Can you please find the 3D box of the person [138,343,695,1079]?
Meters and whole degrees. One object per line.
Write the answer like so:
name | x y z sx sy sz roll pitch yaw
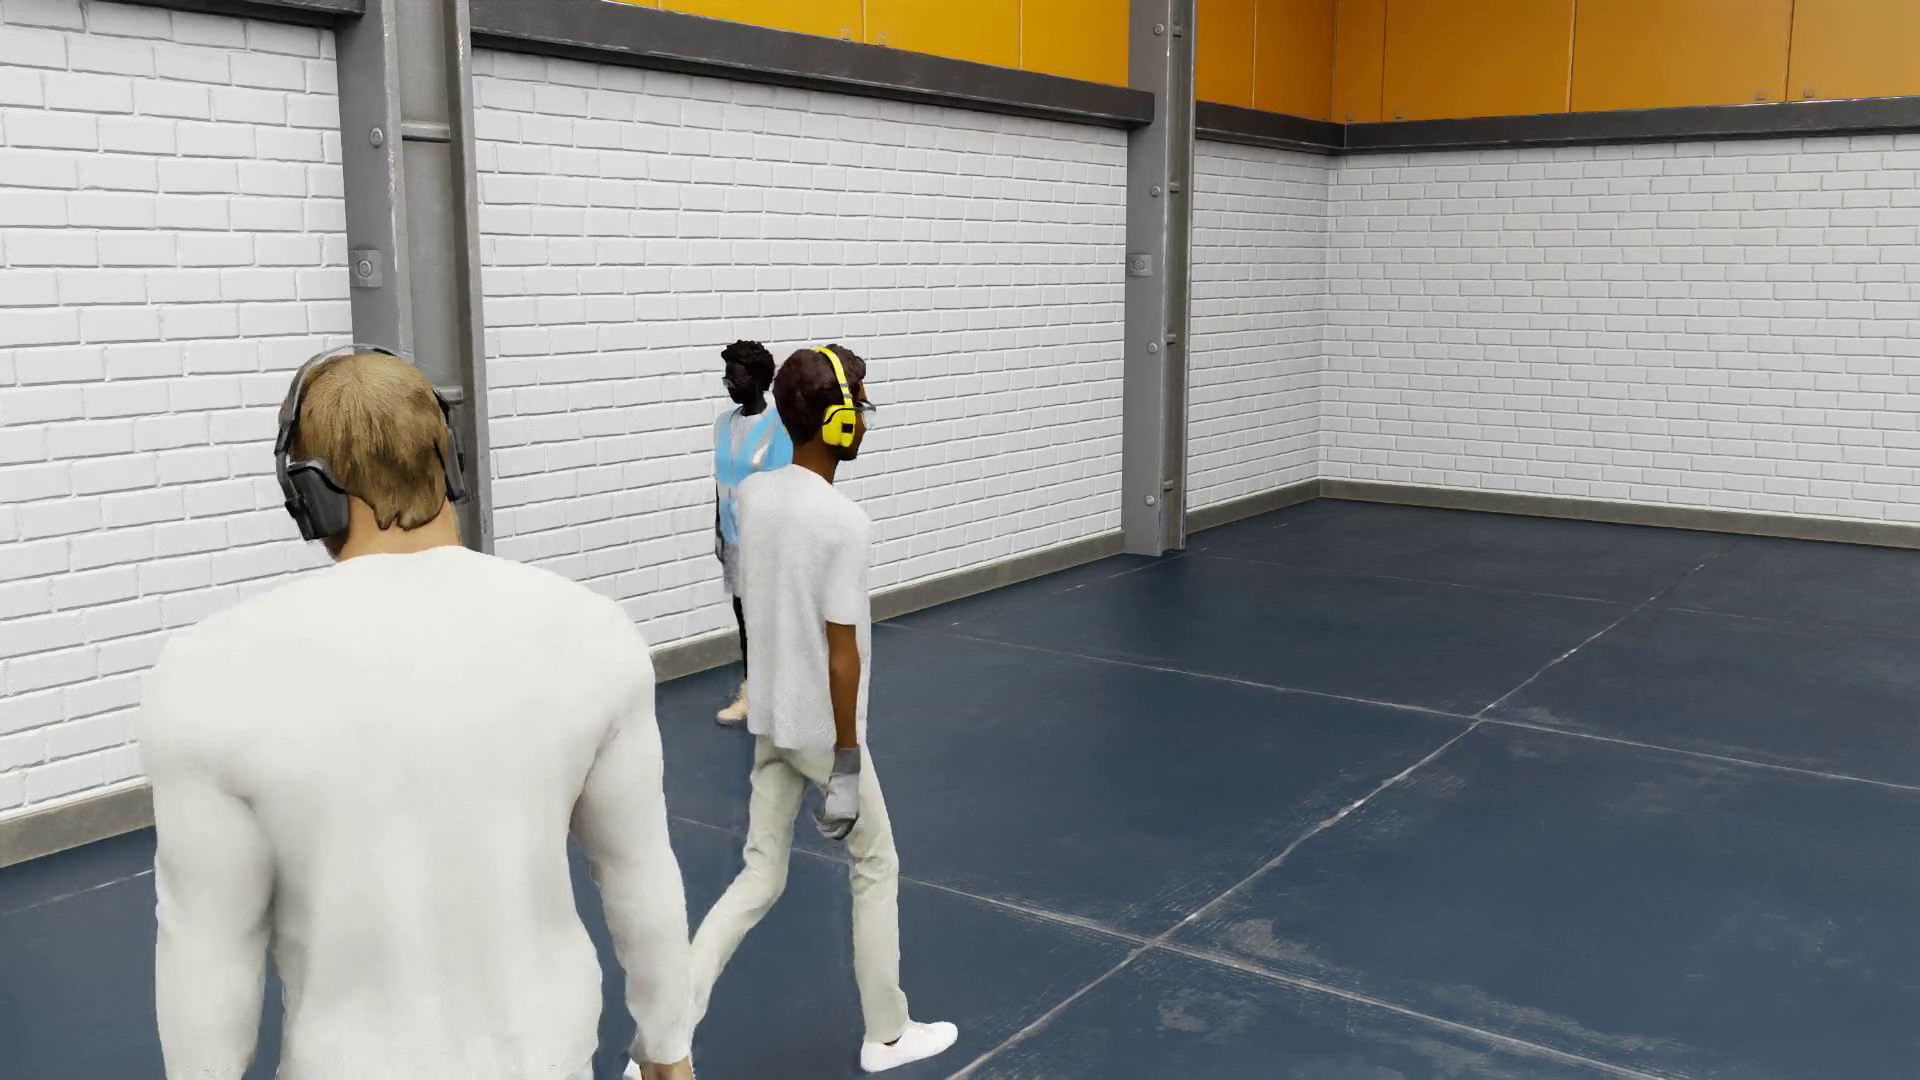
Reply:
person | -0.638 0.714 2.145 0.695 1.920 0.526 -7 12 -35

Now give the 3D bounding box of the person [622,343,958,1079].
person | -0.415 0.458 3.930 0.883 1.847 0.521 -9 13 -44

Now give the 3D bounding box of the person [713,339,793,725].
person | -0.873 -0.010 7.145 0.532 1.694 0.319 8 13 40
